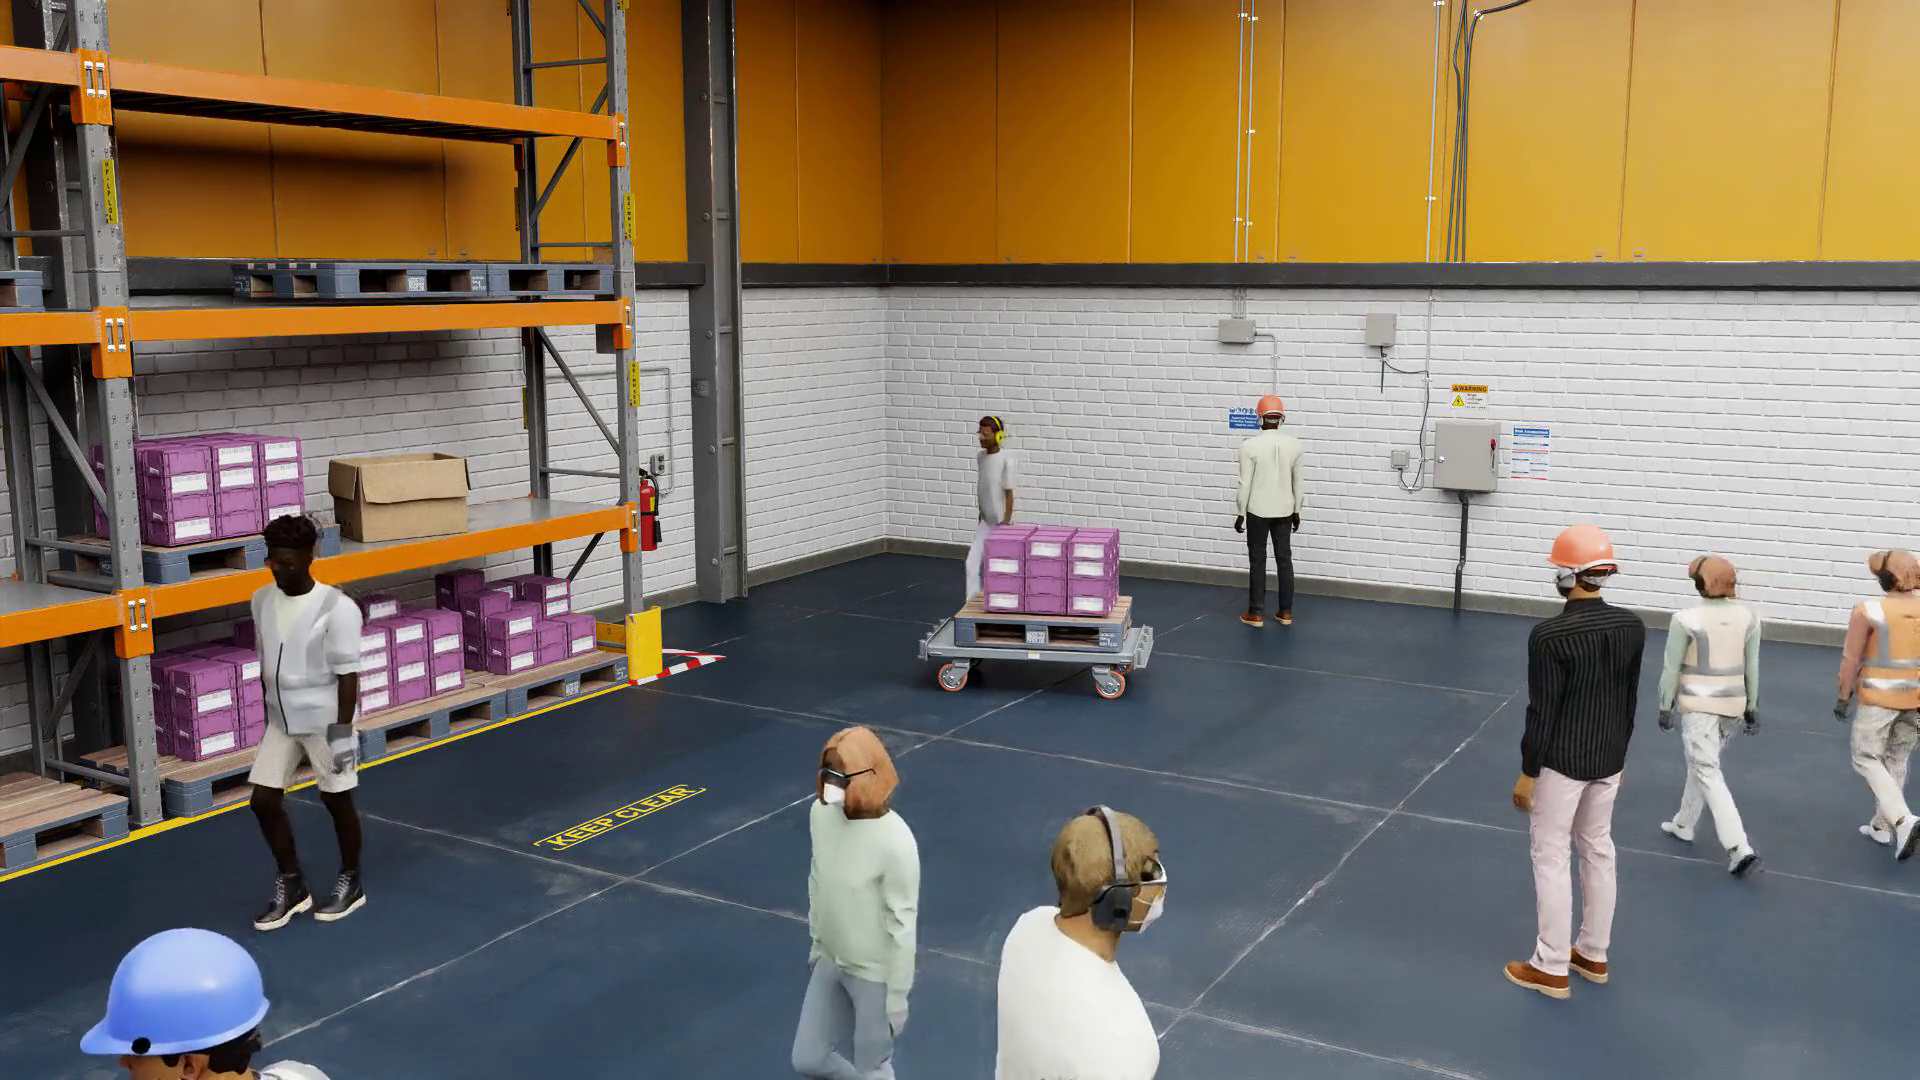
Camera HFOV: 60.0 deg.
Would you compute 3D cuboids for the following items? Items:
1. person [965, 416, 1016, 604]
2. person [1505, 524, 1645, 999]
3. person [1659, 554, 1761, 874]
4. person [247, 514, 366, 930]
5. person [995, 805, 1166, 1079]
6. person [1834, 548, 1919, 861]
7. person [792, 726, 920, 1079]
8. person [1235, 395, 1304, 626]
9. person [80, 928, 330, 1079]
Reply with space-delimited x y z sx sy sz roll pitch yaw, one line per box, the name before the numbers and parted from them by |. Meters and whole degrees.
person | 0.206 -0.120 14.004 0.811 1.832 0.570 -7 11 -37
person | 2.587 0.923 7.022 0.640 1.991 0.400 -5 10 -27
person | 3.887 0.875 8.549 0.522 1.601 0.836 -2 9 -13
person | -3.040 0.842 7.651 0.628 1.938 0.668 3 10 21
person | 0.307 1.502 3.610 0.486 1.922 0.664 -2 9 -11
person | 4.868 0.855 8.620 0.540 1.614 0.617 0 9 -2
person | -0.332 1.379 5.297 0.352 1.619 0.526 -8 12 -42
person | 2.656 -0.253 14.342 0.619 1.992 0.395 -2 9 -15
person | -1.374 1.613 2.975 0.879 1.905 0.640 -1 9 -3
